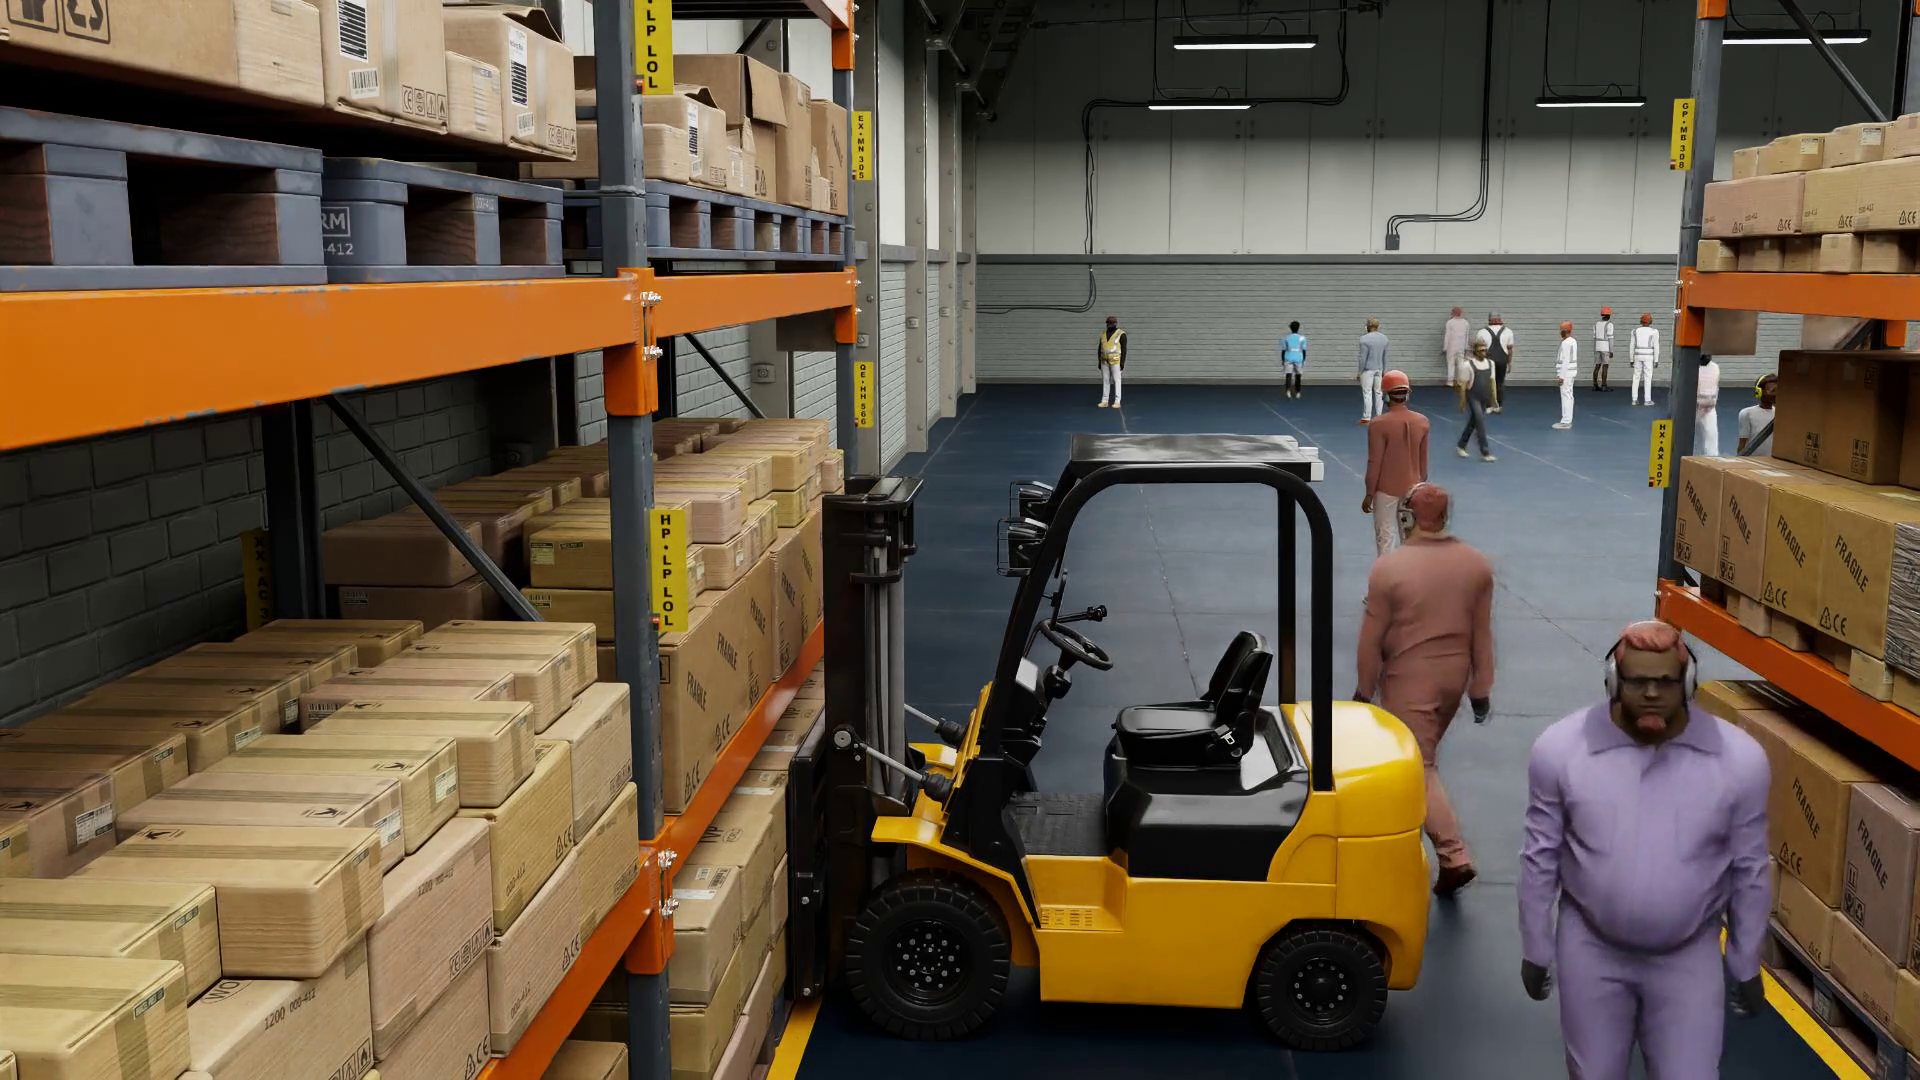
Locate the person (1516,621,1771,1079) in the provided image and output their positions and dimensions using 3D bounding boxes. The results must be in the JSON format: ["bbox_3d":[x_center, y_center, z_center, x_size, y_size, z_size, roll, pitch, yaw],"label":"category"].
[{"bbox_3d":[1.915,1.150,4.705,0.672,1.892,0.454,4,10,22],"label":"person"}]

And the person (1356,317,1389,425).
[{"bbox_3d":[7.398,-3.026,29.890,0.638,1.937,0.356,-5,11,-27],"label":"person"}]

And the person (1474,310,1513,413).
[{"bbox_3d":[10.375,-3.491,32.395,0.699,2.000,0.842,2,10,11],"label":"person"}]

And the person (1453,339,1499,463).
[{"bbox_3d":[7.596,-2.071,24.545,0.511,1.796,0.977,-4,10,-22],"label":"person"}]

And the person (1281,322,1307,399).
[{"bbox_3d":[7.174,-3.858,35.732,0.541,1.677,0.709,3,10,17],"label":"person"}]

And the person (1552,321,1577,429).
[{"bbox_3d":[10.665,-2.899,29.279,0.358,1.885,0.574,6,11,32],"label":"person"}]

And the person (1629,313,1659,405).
[{"bbox_3d":[14.070,-3.710,34.195,0.584,1.884,0.347,8,12,41],"label":"person"}]

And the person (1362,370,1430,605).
[{"bbox_3d":[3.638,-0.424,13.955,0.617,1.990,0.393,-4,10,-23],"label":"person"}]

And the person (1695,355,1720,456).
[{"bbox_3d":[10.102,-1.754,22.555,0.659,1.808,0.887,-2,10,-13],"label":"person"}]

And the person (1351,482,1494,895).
[{"bbox_3d":[2.192,0.666,7.735,0.632,1.869,0.927,-4,10,-23],"label":"person"}]

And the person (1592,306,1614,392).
[{"bbox_3d":[14.640,-4.334,37.803,0.344,1.942,0.551,-5,10,-25],"label":"person"}]

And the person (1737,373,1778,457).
[{"bbox_3d":[7.444,-0.610,15.446,0.513,1.876,0.328,-2,10,-14],"label":"person"}]

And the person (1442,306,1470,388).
[{"bbox_3d":[11.625,-4.526,39.074,0.650,1.906,0.403,-3,10,-20],"label":"person"}]

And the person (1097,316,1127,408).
[{"bbox_3d":[3.048,-3.587,33.580,0.636,1.842,0.429,7,12,36],"label":"person"}]
